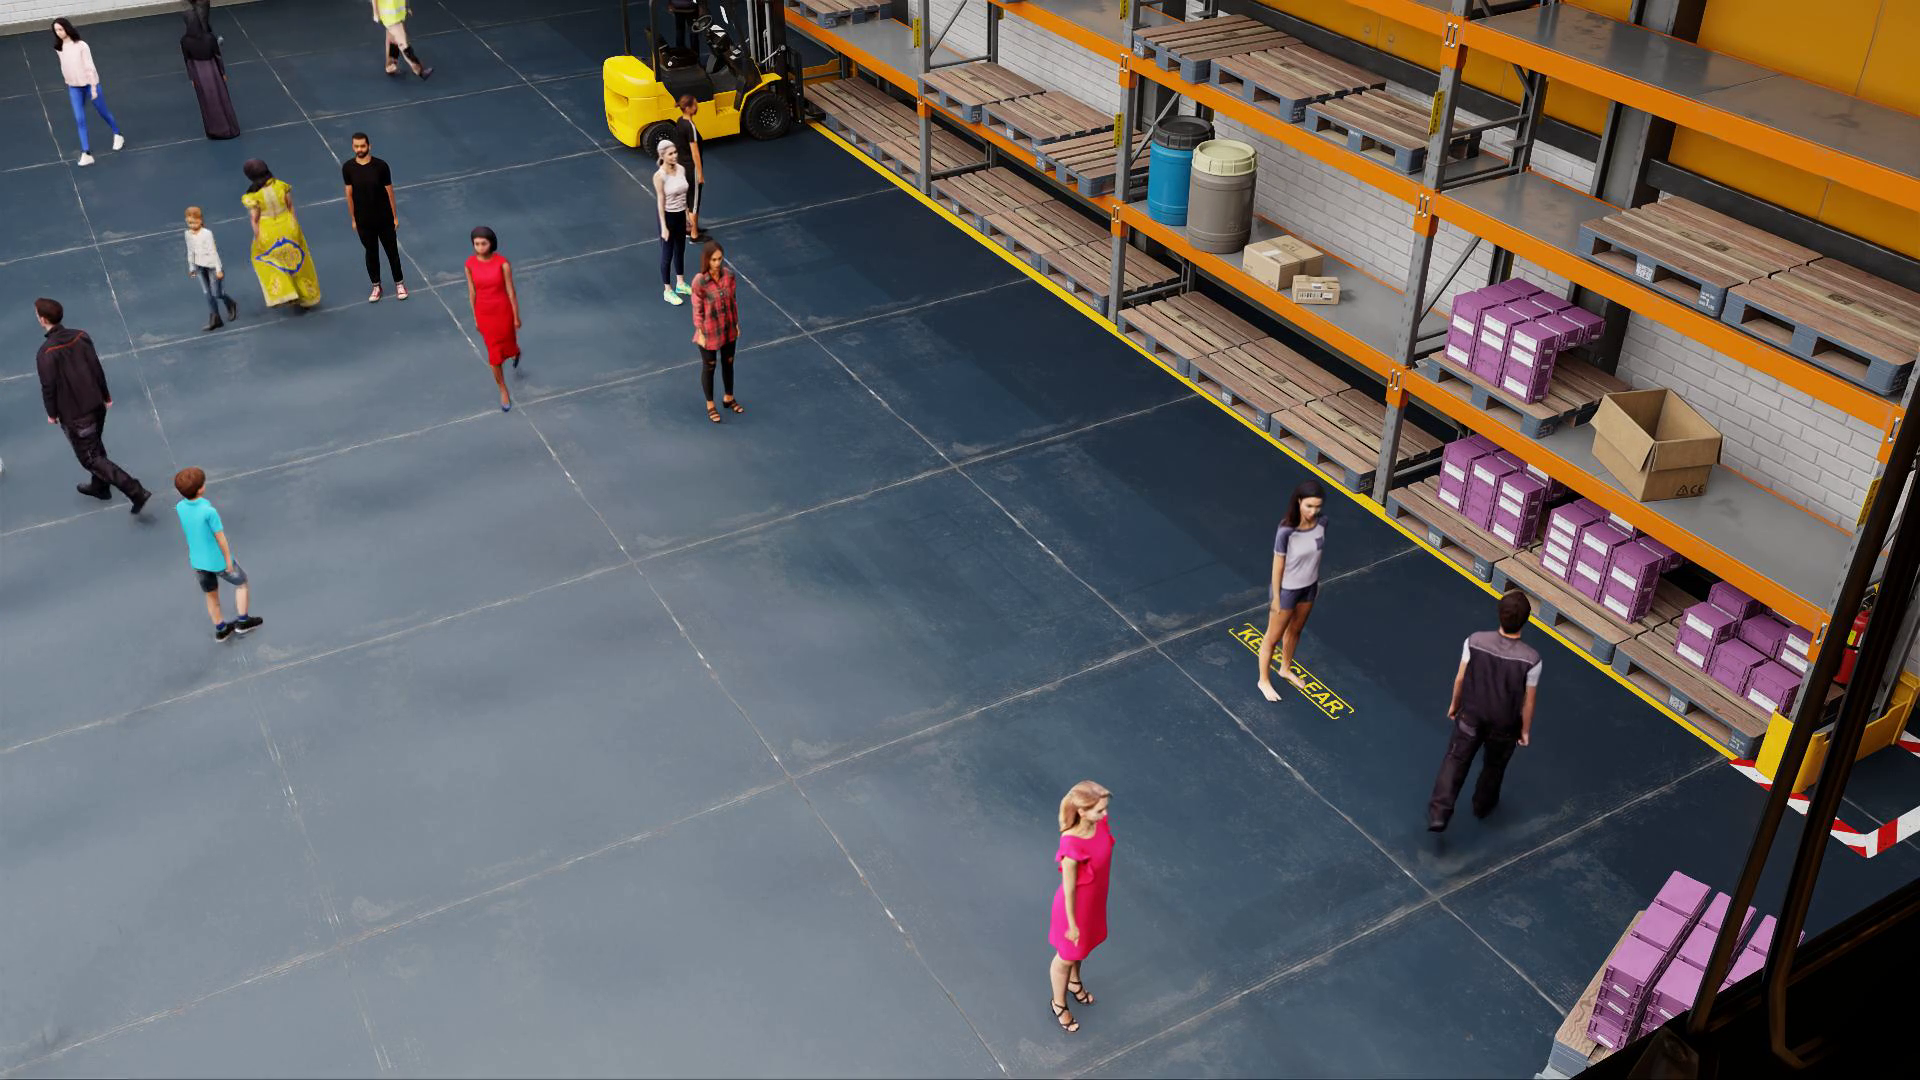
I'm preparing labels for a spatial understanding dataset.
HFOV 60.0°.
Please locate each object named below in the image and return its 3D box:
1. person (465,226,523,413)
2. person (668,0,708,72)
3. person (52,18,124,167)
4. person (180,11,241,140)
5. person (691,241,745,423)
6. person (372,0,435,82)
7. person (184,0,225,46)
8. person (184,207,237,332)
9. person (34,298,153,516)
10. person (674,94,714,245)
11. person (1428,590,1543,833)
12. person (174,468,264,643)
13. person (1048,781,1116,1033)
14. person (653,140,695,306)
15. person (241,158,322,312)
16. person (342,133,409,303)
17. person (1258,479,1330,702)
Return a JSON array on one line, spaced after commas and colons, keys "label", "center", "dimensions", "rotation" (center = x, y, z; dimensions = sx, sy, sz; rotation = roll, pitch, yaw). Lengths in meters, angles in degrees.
[{"label": "person", "center": [-4.237, -2.067, 15.238], "dimensions": [0.819, 1.725, 1.038], "rotation": [-3, 34, -5]}, {"label": "person", "center": [-3.849, -7.460, 23.252], "dimensions": [0.755, 1.835, 0.834], "rotation": [11, 35, 16]}, {"label": "person", "center": [-10.720, -5.566, 20.500], "dimensions": [1.055, 1.726, 1.226], "rotation": [3, 34, 5]}, {"label": "person", "center": [-9.561, -5.907, 21.114], "dimensions": [0.631, 1.614, 0.623], "rotation": [-12, 36, -18]}, {"label": "person", "center": [-2.194, -1.897, 15.002], "dimensions": [0.647, 1.702, 0.606], "rotation": [-25, 41, -33]}, {"label": "person", "center": [-7.874, -7.212, 22.931], "dimensions": [1.295, 1.777, 1.165], "rotation": [13, 36, 18]}, {"label": "person", "center": [-10.983, -7.815, 23.825], "dimensions": [0.982, 1.792, 1.038], "rotation": [9, 35, 13]}, {"label": "person", "center": [-7.461, -2.729, 16.612], "dimensions": [0.692, 1.307, 0.741], "rotation": [17, 37, 23]}, {"label": "person", "center": [-7.099, -1.046, 13.560], "dimensions": [1.225, 1.881, 1.169], "rotation": [8, 34, 12]}, {"label": "person", "center": [-2.984, -4.103, 18.352], "dimensions": [0.645, 1.669, 0.468], "rotation": [-16, 37, -22]}, {"label": "person", "center": [3.269, 1.128, 10.335], "dimensions": [1.065, 1.831, 1.008], "rotation": [20, 39, 27]}, {"label": "person", "center": [-5.533, 0.145, 12.168], "dimensions": [0.624, 1.440, 0.683], "rotation": [8, 35, 12]}, {"label": "person", "center": [0.647, 1.985, 9.140], "dimensions": [0.693, 1.728, 0.662], "rotation": [16, 37, 23]}, {"label": "person", "center": [-2.960, -3.290, 17.098], "dimensions": [0.689, 1.702, 0.681], "rotation": [19, 38, 26]}, {"label": "person", "center": [-6.852, -3.035, 16.770], "dimensions": [0.820, 1.641, 0.838], "rotation": [-27, 42, -34]}, {"label": "person", "center": [-6.025, -3.330, 17.108], "dimensions": [0.697, 1.757, 0.684], "rotation": [-7, 34, -11]}, {"label": "person", "center": [2.335, 0.327, 11.630], "dimensions": [0.577, 1.732, 0.502], "rotation": [-18, 38, -25]}]
